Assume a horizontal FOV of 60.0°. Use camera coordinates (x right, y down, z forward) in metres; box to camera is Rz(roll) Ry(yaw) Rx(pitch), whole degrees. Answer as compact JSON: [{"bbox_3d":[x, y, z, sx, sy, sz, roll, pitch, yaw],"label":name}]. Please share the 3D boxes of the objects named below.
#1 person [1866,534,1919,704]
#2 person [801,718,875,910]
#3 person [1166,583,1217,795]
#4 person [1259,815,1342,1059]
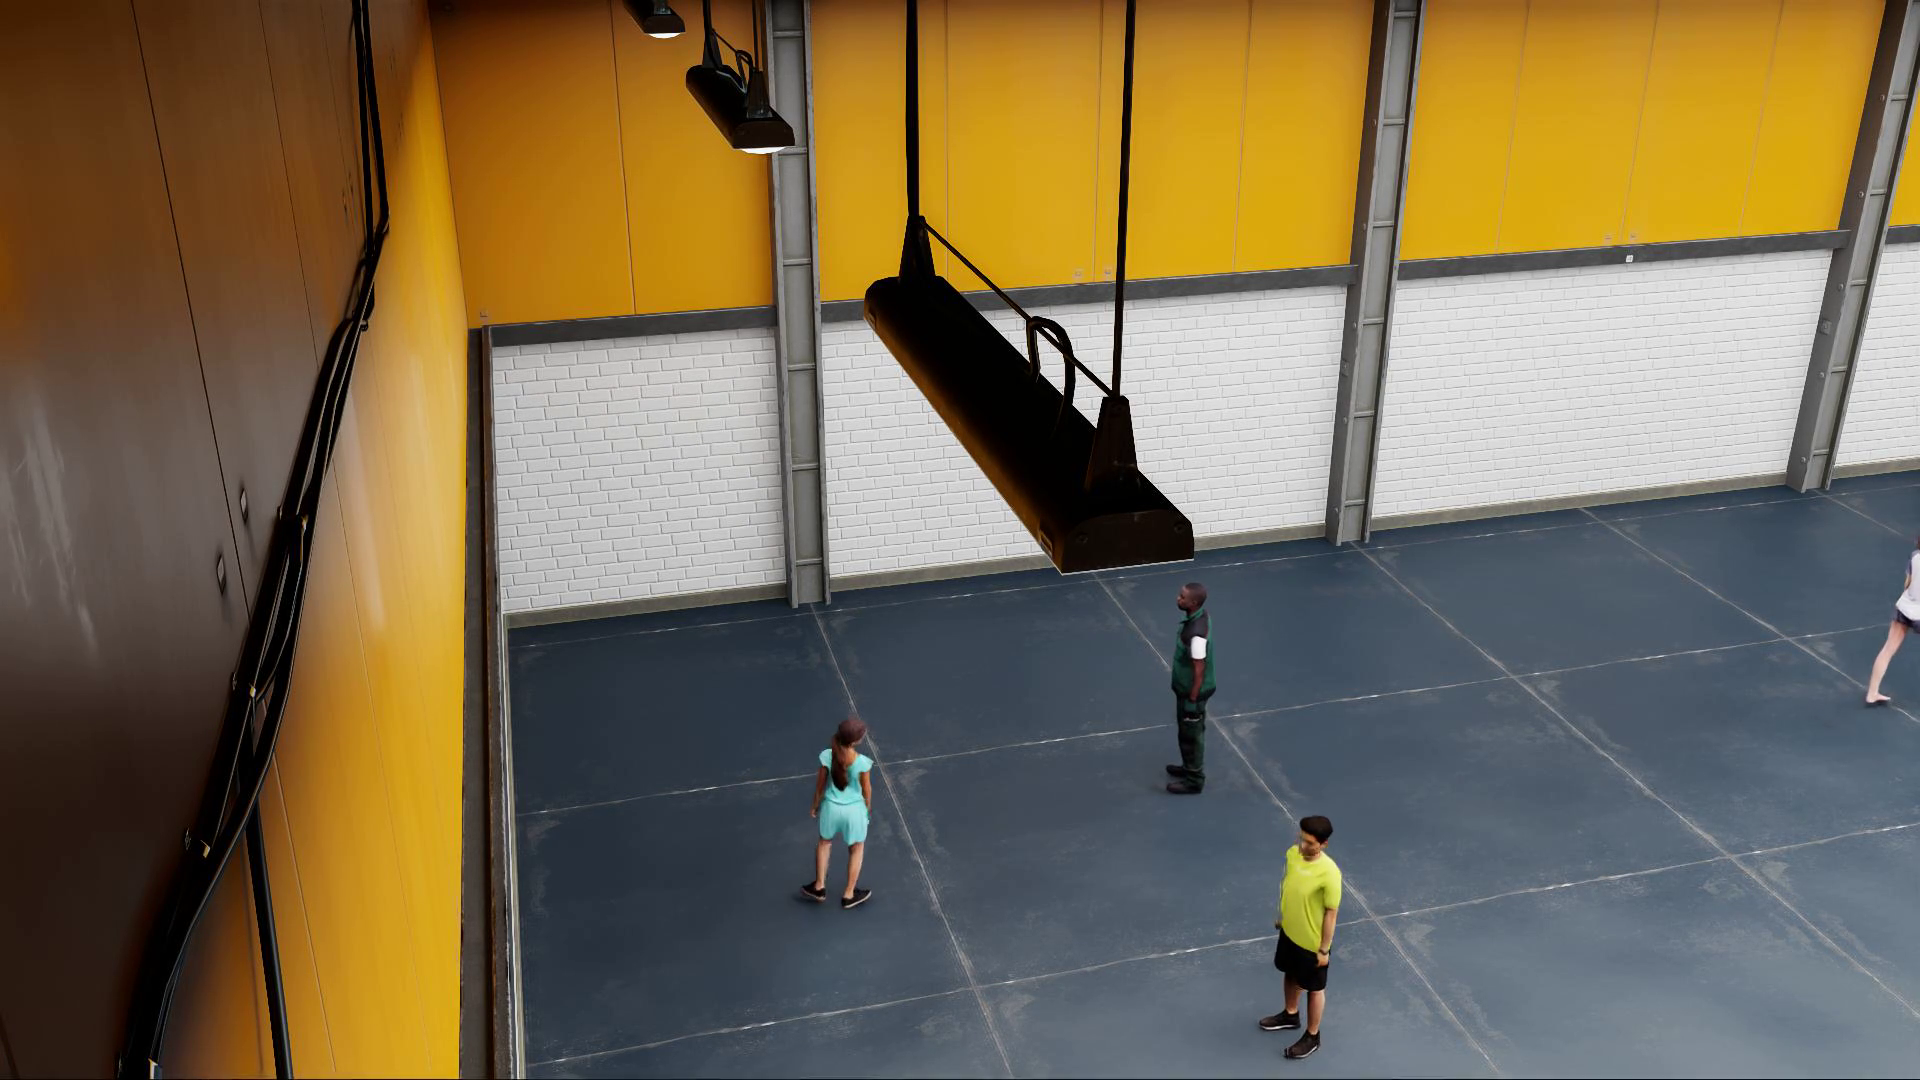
[{"bbox_3d":[8.301,0.682,14.566,1.081,1.728,0.631,-8,25,-17],"label":"person"},{"bbox_3d":[-0.845,1.943,11.919,0.716,1.537,0.859,3,24,6],"label":"person"},{"bbox_3d":[1.861,1.176,13.297,0.730,1.837,0.764,3,24,7],"label":"person"},{"bbox_3d":[2.188,2.459,10.528,0.622,1.706,0.677,-9,25,-20],"label":"person"}]
